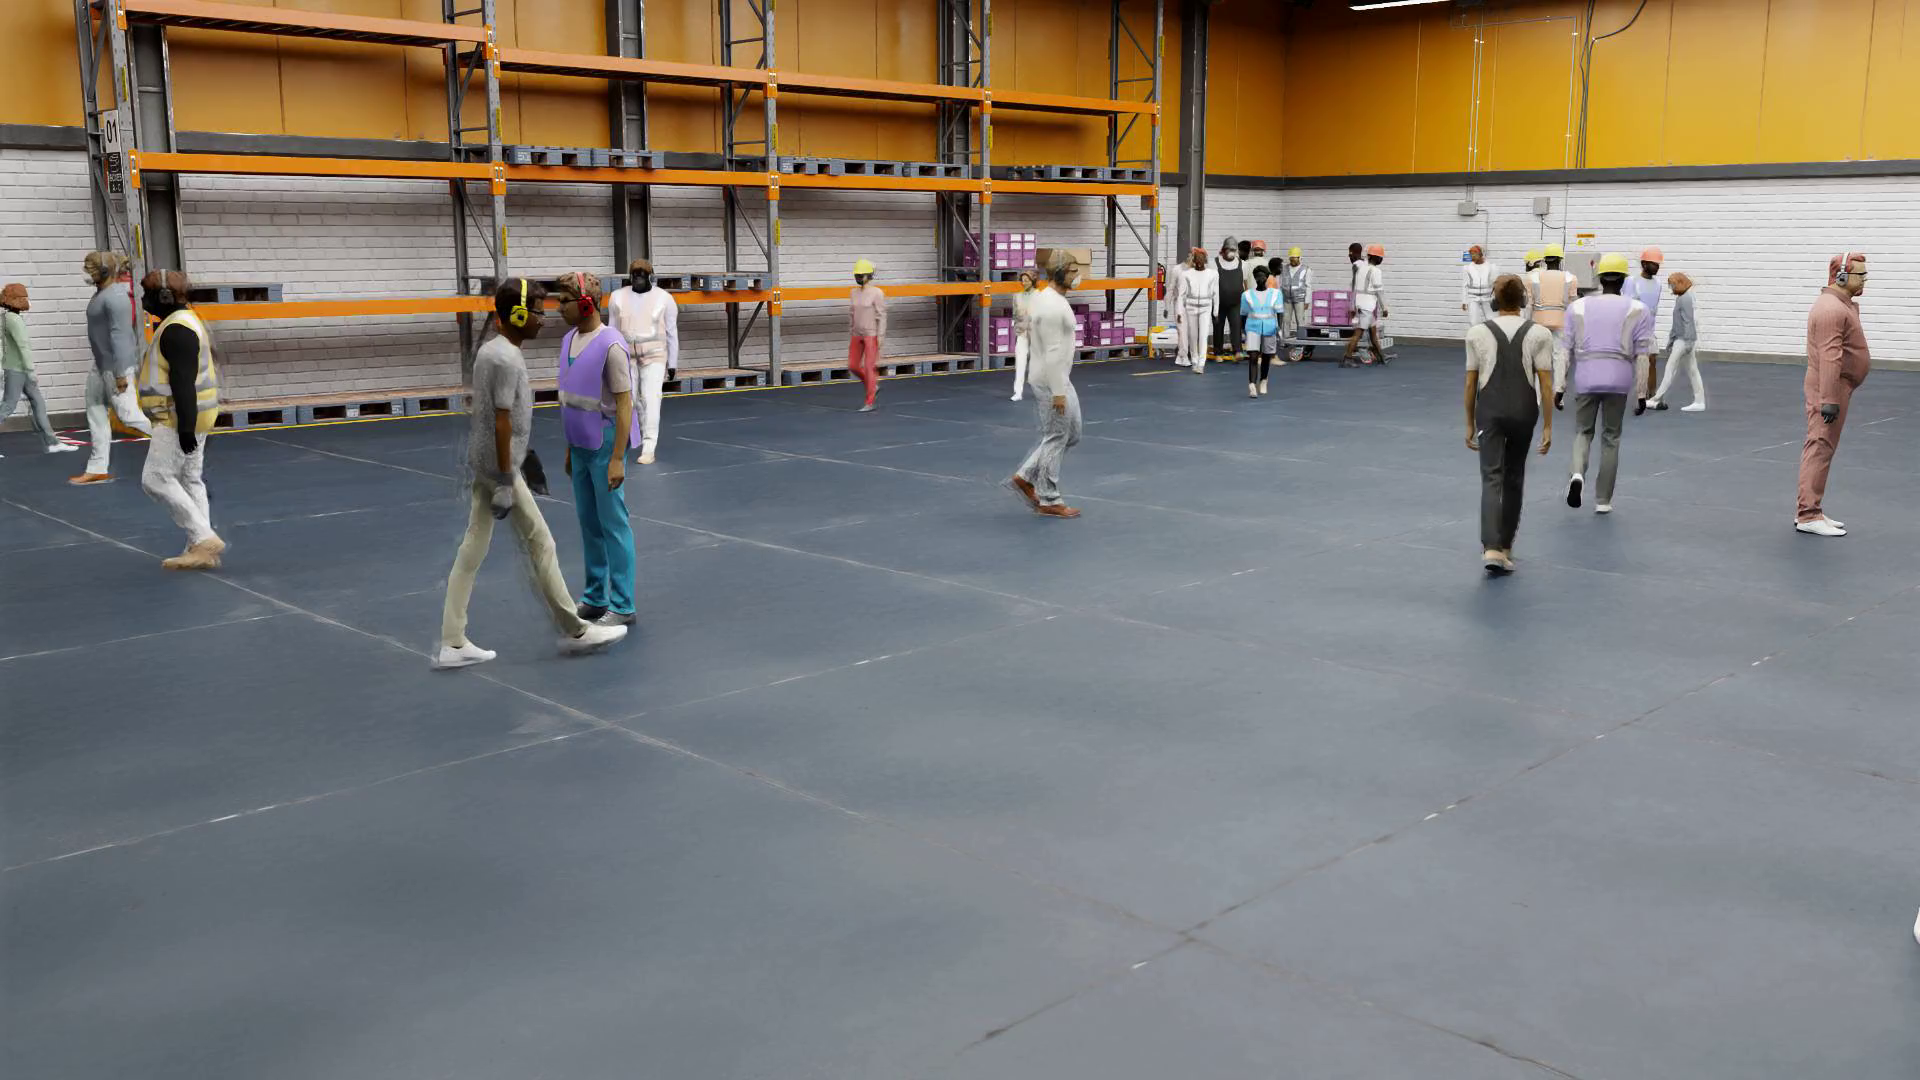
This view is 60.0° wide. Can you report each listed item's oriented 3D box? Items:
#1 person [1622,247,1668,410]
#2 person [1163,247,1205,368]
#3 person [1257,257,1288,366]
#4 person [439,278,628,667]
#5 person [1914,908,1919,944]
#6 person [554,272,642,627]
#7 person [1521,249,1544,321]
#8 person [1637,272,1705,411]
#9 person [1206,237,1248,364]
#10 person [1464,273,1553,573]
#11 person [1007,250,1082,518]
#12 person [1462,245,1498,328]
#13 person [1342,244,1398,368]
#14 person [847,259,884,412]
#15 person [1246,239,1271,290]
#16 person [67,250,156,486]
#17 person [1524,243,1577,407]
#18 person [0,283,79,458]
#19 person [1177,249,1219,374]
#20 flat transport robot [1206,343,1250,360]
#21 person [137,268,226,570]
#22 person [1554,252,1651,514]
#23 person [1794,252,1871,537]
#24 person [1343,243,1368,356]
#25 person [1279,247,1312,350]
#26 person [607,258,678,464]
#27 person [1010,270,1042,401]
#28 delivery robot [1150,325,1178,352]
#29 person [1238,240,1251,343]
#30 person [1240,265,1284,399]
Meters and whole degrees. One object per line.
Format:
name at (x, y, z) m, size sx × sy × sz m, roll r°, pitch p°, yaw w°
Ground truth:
person at (7.963, -2.491, 19.565) m, size 0.546 × 1.894 × 1.008 m, roll -3°, pitch 11°, yaw -14°
person at (3.510, -3.615, 25.809) m, size 0.699 × 1.847 × 0.985 m, roll -1°, pitch 10°, yaw -6°
person at (4.851, -3.528, 25.773) m, size 0.505 × 1.676 × 0.548 m, roll 1°, pitch 10°, yaw 4°
person at (-2.080, -0.319, 7.881) m, size 0.947 × 1.813 × 0.550 m, roll -6°, pitch 12°, yaw -31°
person at (3.003, 0.250, 4.648) m, size 0.513 × 1.871 × 0.329 m, roll 3°, pitch 11°, yaw 17°
person at (-1.855, -0.451, 8.555) m, size 0.390 × 1.838 × 0.564 m, roll -8°, pitch 13°, yaw -39°
person at (9.091, -3.664, 26.189) m, size 0.789 × 1.810 × 0.603 m, roll 8°, pitch 13°, yaw 38°
person at (8.263, -2.283, 19.190) m, size 0.797 × 1.585 × 0.517 m, roll 4°, pitch 11°, yaw 22°
person at (4.192, -3.773, 26.117) m, size 0.706 × 2.000 × 1.007 m, roll 0°, pitch 10°, yaw -1°
person at (3.320, -0.707, 10.091) m, size 0.507 × 1.807 × 0.889 m, roll 2°, pitch 11°, yaw 12°
person at (0.654, -1.095, 11.859) m, size 0.480 × 1.925 × 0.629 m, roll 1°, pitch 10°, yaw 8°
person at (8.995, -4.113, 28.498) m, size 0.777 × 1.849 × 0.374 m, roll 3°, pitch 11°, yaw 15°
person at (6.297, -3.557, 25.367) m, size 1.025 × 1.876 × 0.545 m, roll -2°, pitch 11°, yaw -13°
person at (-1.058, -2.349, 19.153) m, size 0.527 × 1.757 × 0.433 m, roll 8°, pitch 13°, yaw 36°
person at (4.997, -4.085, 28.063) m, size 0.626 × 1.961 × 0.914 m, roll 4°, pitch 11°, yaw 22°
person at (-6.844, -1.410, 13.606) m, size 0.891 × 1.914 × 0.637 m, roll -8°, pitch 13°, yaw -38°
person at (6.962, -2.533, 19.673) m, size 0.590 × 1.923 × 0.383 m, roll 2°, pitch 11°, yaw 13°
person at (-8.660, -1.551, 15.236) m, size 0.857 × 1.591 × 0.517 m, roll -7°, pitch 13°, yaw -34°
person at (3.522, -3.377, 24.570) m, size 0.588 × 1.828 × 1.016 m, roll 2°, pitch 11°, yaw 11°
flat transport robot at (4.473, -3.100, 27.276) m, size 0.652 × 0.197 × 1.431 m, roll 9°, pitch 14°, yaw 41°
person at (-4.685, -0.703, 9.962) m, size 0.458 × 1.823 × 0.649 m, roll -4°, pitch 11°, yaw -22°
person at (4.651, -1.127, 12.067) m, size 0.641 × 1.901 × 0.576 m, roll 5°, pitch 12°, yaw 26°
person at (5.946, -0.990, 11.312) m, size 0.403 × 1.906 × 0.652 m, roll 5°, pitch 12°, yaw 26°
person at (6.669, -4.015, 27.829) m, size 0.463 × 1.895 × 0.626 m, roll 5°, pitch 12°, yaw 27°
person at (5.897, -4.260, 29.384) m, size 0.593 × 1.821 × 0.404 m, roll 6°, pitch 12°, yaw 29°
person at (-2.842, -1.619, 14.959) m, size 0.637 × 1.826 × 0.696 m, roll 1°, pitch 10°, yaw 6°
person at (0.894, -2.539, 20.613) m, size 0.512 × 1.597 × 0.853 m, roll 5°, pitch 11°, yaw 25°
delivery robot at (3.467, -3.279, 27.223) m, size 0.707 × 0.478 × 0.477 m, roll 3°, pitch 11°, yaw 16°
person at (4.769, -4.158, 28.493) m, size 0.569 × 1.940 × 0.645 m, roll -1°, pitch 10°, yaw -6°
person at (3.792, -2.628, 20.939) m, size 0.534 × 1.652 × 0.881 m, roll 1°, pitch 10°, yaw 5°
